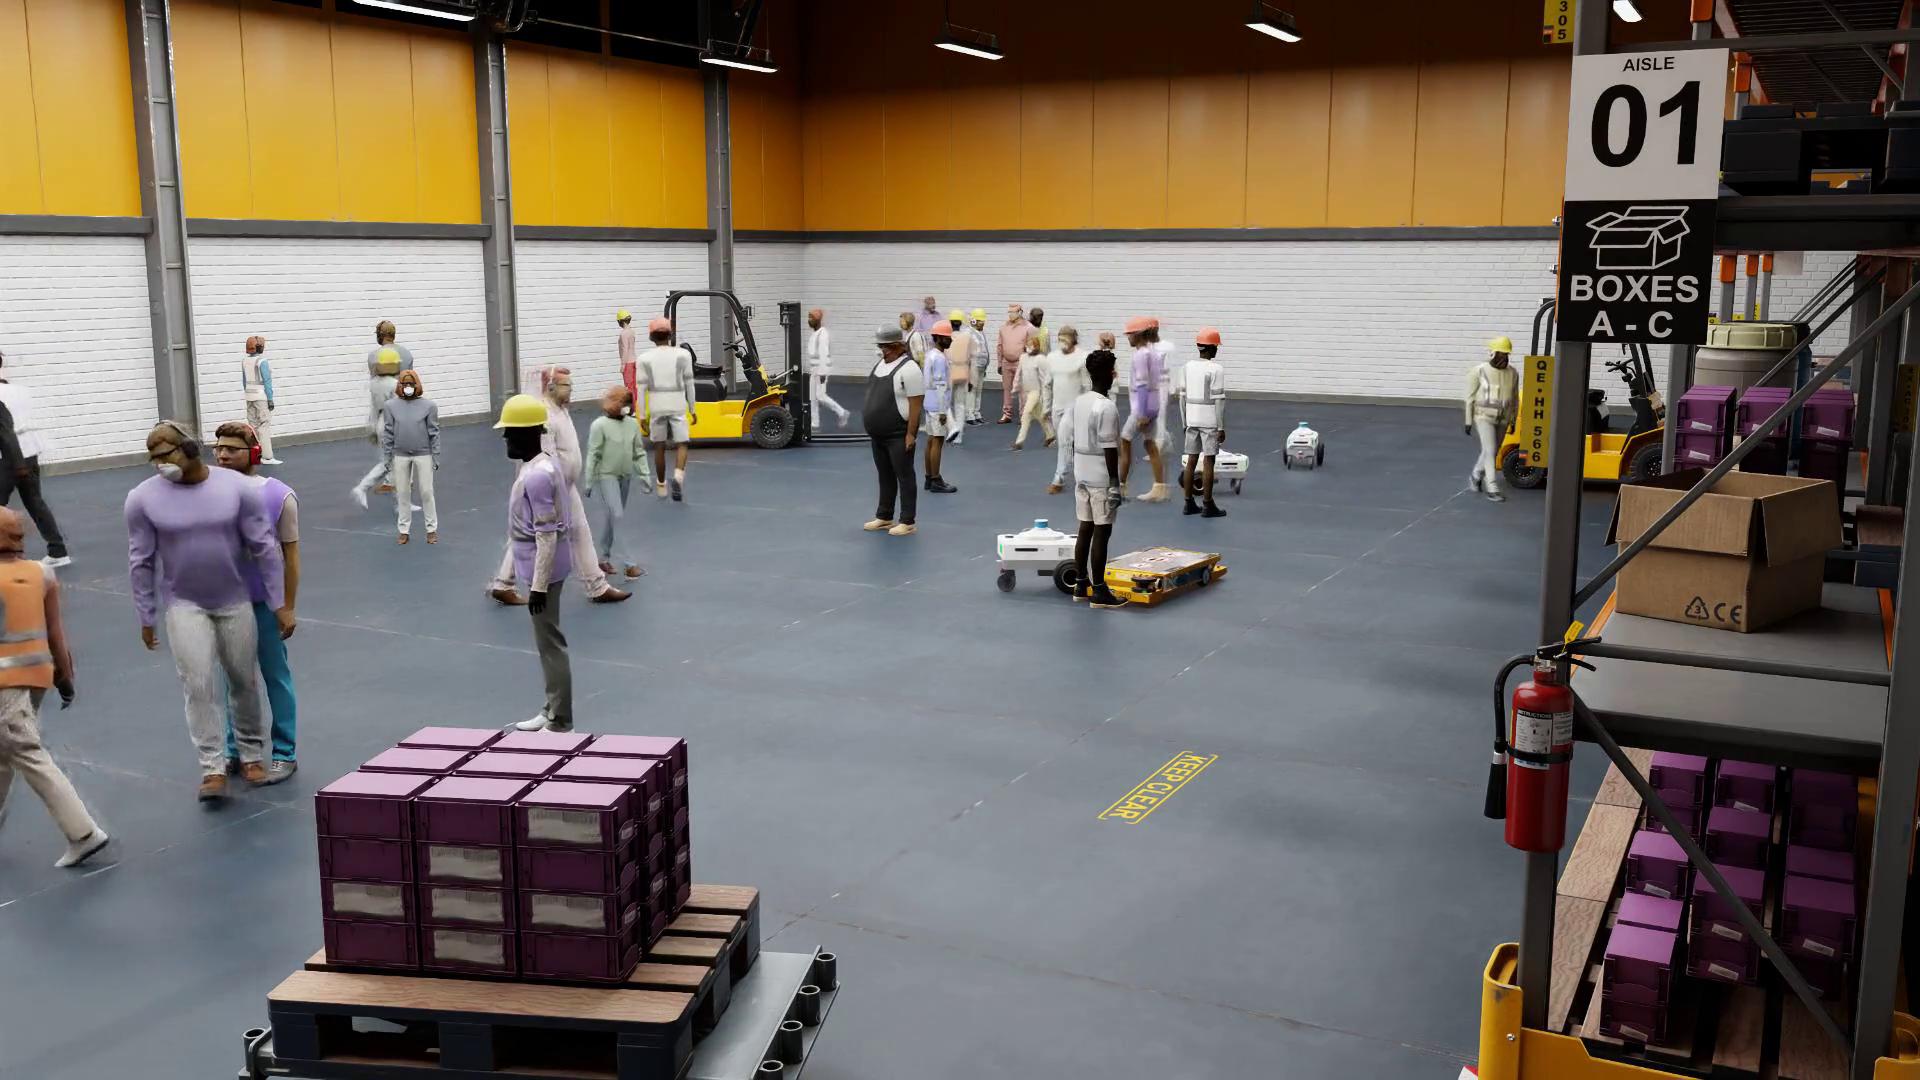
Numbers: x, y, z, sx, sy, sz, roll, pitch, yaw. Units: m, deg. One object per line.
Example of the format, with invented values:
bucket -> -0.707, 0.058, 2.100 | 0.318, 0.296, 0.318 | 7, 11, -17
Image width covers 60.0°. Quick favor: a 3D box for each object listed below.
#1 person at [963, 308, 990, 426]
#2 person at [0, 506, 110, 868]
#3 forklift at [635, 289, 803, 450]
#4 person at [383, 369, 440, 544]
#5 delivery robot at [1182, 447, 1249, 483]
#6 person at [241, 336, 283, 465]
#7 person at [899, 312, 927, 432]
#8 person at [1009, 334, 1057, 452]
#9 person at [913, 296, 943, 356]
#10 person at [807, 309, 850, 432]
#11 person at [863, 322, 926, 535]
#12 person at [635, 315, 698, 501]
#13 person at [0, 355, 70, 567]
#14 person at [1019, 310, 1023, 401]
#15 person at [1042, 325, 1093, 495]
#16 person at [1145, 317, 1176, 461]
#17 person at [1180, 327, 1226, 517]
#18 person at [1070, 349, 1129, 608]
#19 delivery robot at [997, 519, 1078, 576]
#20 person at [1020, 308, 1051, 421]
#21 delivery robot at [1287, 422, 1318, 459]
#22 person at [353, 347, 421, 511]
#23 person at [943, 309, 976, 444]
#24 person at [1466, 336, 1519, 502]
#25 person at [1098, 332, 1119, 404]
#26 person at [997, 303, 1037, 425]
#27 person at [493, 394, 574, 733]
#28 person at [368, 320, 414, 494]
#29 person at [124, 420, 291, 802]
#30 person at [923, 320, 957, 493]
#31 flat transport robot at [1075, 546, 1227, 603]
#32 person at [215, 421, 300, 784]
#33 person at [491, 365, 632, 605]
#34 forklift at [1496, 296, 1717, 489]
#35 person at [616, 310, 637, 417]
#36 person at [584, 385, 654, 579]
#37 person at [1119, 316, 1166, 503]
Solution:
person -> 0.260, -2.690, 25.918 | 0.404, 1.828, 0.587 | 4, 11, 23
person -> -4.140, 0.643, 7.311 | 0.836, 1.590, 0.559 | 3, 10, 14
forklift -> -3.358, -2.392, 23.136 | 2.313, 2.155, 1.214 | -1, 10, -5
person -> -5.056, -0.764, 15.369 | 0.505, 1.629, 0.278 | -1, 10, -7
delivery robot -> 2.861, -0.844, 18.641 | 0.707, 0.478, 0.477 | -1, 10, -6
person -> -8.896, -1.764, 21.106 | 0.510, 1.640, 0.308 | 6, 12, 32
person -> -0.765, -2.487, 24.805 | 0.876, 1.799, 0.514 | -2, 10, -12
person -> 1.026, -2.016, 22.674 | 0.832, 1.587, 0.542 | -6, 12, -33
person -> -0.502, -3.642, 31.309 | 0.664, 1.859, 0.953 | -9, 13, -41
person -> -2.042, -2.526, 24.868 | 0.651, 1.864, 0.586 | -5, 11, -26
person -> -0.670, -1.066, 15.901 | 0.536, 2.000, 0.683 | -8, 12, -37
person -> -3.165, -1.413, 17.954 | 0.652, 2.023, 0.792 | -1, 10, -5
person -> -8.041, -0.668, 14.085 | 0.842, 1.870, 0.612 | -2, 10, -11
person -> 1.033, -3.386, 30.331 | 0.540, 1.696, 0.316 | 5, 11, 27
person -> 1.268, -1.489, 18.808 | 0.628, 1.893, 0.971 | 9, 13, 41
person -> 2.596, -1.976, 21.697 | 0.608, 1.865, 0.727 | 7, 12, 37
person -> 2.504, -1.201, 16.984 | 0.367, 1.935, 0.552 | -8, 13, -40
person -> 1.057, -0.468, 12.650 | 0.361, 1.965, 0.613 | -4, 11, -22
delivery robot -> 0.647, 0.078, 13.302 | 0.707, 0.478, 0.477 | 0, 10, 1
person -> 1.202, -2.788, 26.551 | 0.654, 1.811, 0.804 | -3, 10, -18
delivery robot -> 4.309, -1.234, 20.900 | 0.477, 0.478, 0.707 | 3, 10, 15
person -> -5.907, -1.113, 17.093 | 0.490, 1.726, 0.636 | 7, 12, 35
person -> -0.084, -2.288, 23.361 | 0.612, 1.904, 0.427 | -4, 11, -23
person -> 5.847, -1.358, 18.331 | 0.591, 1.796, 0.905 | -2, 10, -12
person -> 1.967, -1.950, 22.173 | 0.314, 1.642, 0.514 | 1, 10, 6
person -> 0.866, -2.760, 26.097 | 0.644, 1.907, 0.400 | 5, 11, 27
person -> -2.316, 0.167, 9.090 | 0.388, 1.926, 0.590 | -2, 10, -13
person -> -6.378, -1.486, 18.630 | 0.372, 1.940, 0.631 | 4, 11, 22
person -> -3.670, 0.349, 8.165 | 0.701, 1.895, 0.621 | -5, 11, -27
person -> -0.229, -1.504, 18.746 | 0.376, 1.934, 0.547 | -2, 10, -14
flat transport robot -> 1.551, 0.262, 13.332 | 0.652, 0.197, 1.431 | 6, 12, 33
person -> -3.614, 0.313, 8.467 | 0.567, 1.850, 0.389 | 2, 10, 10
person -> -3.098, -0.404, 12.637 | 1.045, 1.859, 0.645 | 1, 10, 4
forklift -> 7.296, -1.677, 18.993 | 2.313, 2.155, 1.214 | 5, 11, 27
person -> -5.462, -2.885, 27.245 | 0.328, 1.762, 0.523 | 1, 10, 6
person -> -2.766, -0.471, 13.716 | 0.812, 1.593, 0.514 | 7, 12, 36
person -> 1.865, -1.401, 17.952 | 0.897, 2.003, 0.631 | 4, 11, 22
